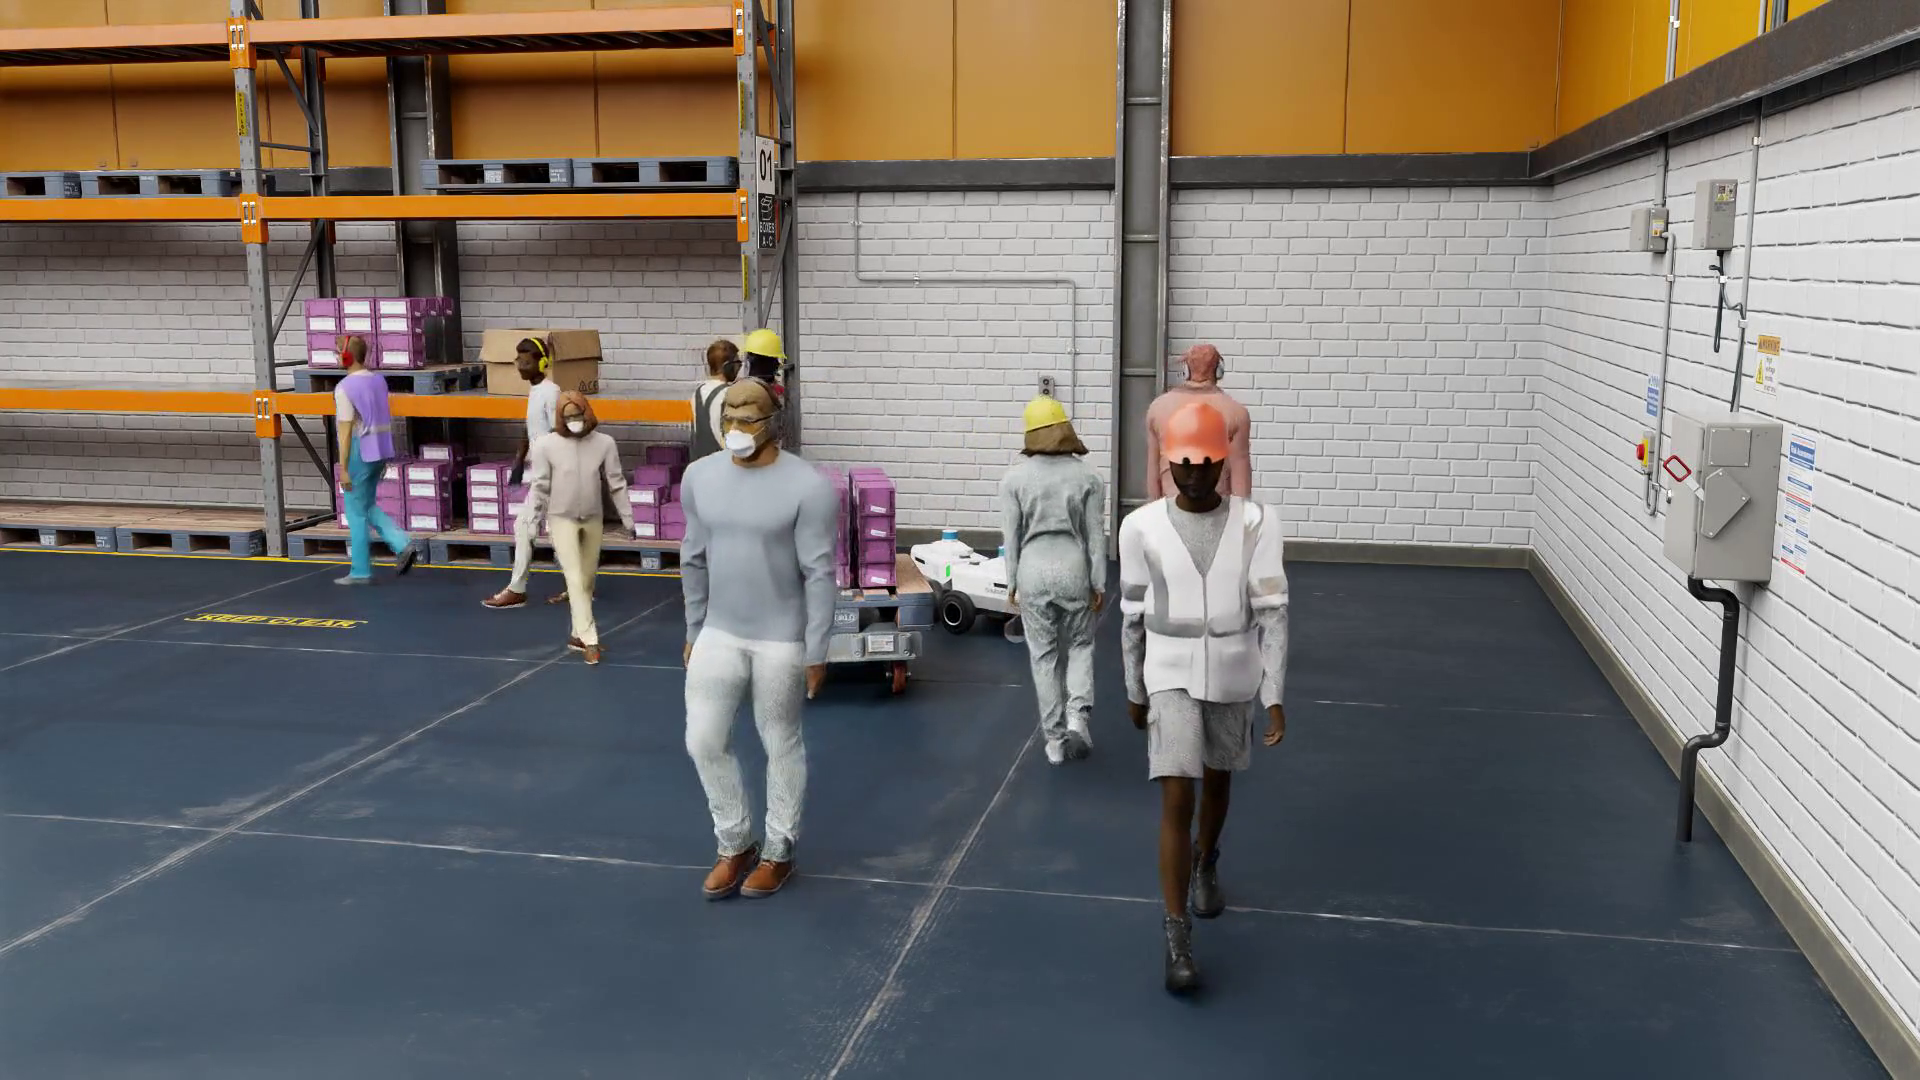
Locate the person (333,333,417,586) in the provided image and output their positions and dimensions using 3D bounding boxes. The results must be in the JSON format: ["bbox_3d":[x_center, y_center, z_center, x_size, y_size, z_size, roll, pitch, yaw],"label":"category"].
[{"bbox_3d":[-4.261,-0.565,11.917,0.502,1.834,0.584,2,10,11],"label":"person"}]

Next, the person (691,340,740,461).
[{"bbox_3d":[-1.477,-0.406,10.995,0.532,1.819,0.773,9,13,42],"label":"person"}]

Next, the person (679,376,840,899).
[{"bbox_3d":[-0.757,0.376,5.993,0.659,1.921,0.542,3,10,20],"label":"person"}]

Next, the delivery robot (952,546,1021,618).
[{"bbox_3d":[0.293,0.281,10.402,0.707,0.478,0.477,8,12,40],"label":"delivery robot"}]

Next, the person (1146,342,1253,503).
[{"bbox_3d":[1.350,-0.184,9.523,0.654,1.888,0.764,5,11,29],"label":"person"}]

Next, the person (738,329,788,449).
[{"bbox_3d":[-1.349,-0.439,10.981,0.654,1.903,0.592,-5,11,-27],"label":"person"}]

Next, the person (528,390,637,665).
[{"bbox_3d":[-2.191,-0.080,9.697,0.611,1.588,0.657,-6,11,-33],"label":"person"}]

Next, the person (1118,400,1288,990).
[{"bbox_3d":[0.804,0.465,5.591,0.551,1.885,1.013,0,9,2],"label":"person"}]

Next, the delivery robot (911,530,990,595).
[{"bbox_3d":[-0.067,0.175,11.040,0.477,0.478,0.707,-4,10,-22],"label":"delivery robot"}]

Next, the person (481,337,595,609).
[{"bbox_3d":[-2.900,-0.446,11.224,0.880,1.825,0.561,-3,10,-17],"label":"person"}]

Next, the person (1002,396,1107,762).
[{"bbox_3d":[0.437,0.192,7.735,0.489,1.716,0.418,1,9,4],"label":"person"}]
